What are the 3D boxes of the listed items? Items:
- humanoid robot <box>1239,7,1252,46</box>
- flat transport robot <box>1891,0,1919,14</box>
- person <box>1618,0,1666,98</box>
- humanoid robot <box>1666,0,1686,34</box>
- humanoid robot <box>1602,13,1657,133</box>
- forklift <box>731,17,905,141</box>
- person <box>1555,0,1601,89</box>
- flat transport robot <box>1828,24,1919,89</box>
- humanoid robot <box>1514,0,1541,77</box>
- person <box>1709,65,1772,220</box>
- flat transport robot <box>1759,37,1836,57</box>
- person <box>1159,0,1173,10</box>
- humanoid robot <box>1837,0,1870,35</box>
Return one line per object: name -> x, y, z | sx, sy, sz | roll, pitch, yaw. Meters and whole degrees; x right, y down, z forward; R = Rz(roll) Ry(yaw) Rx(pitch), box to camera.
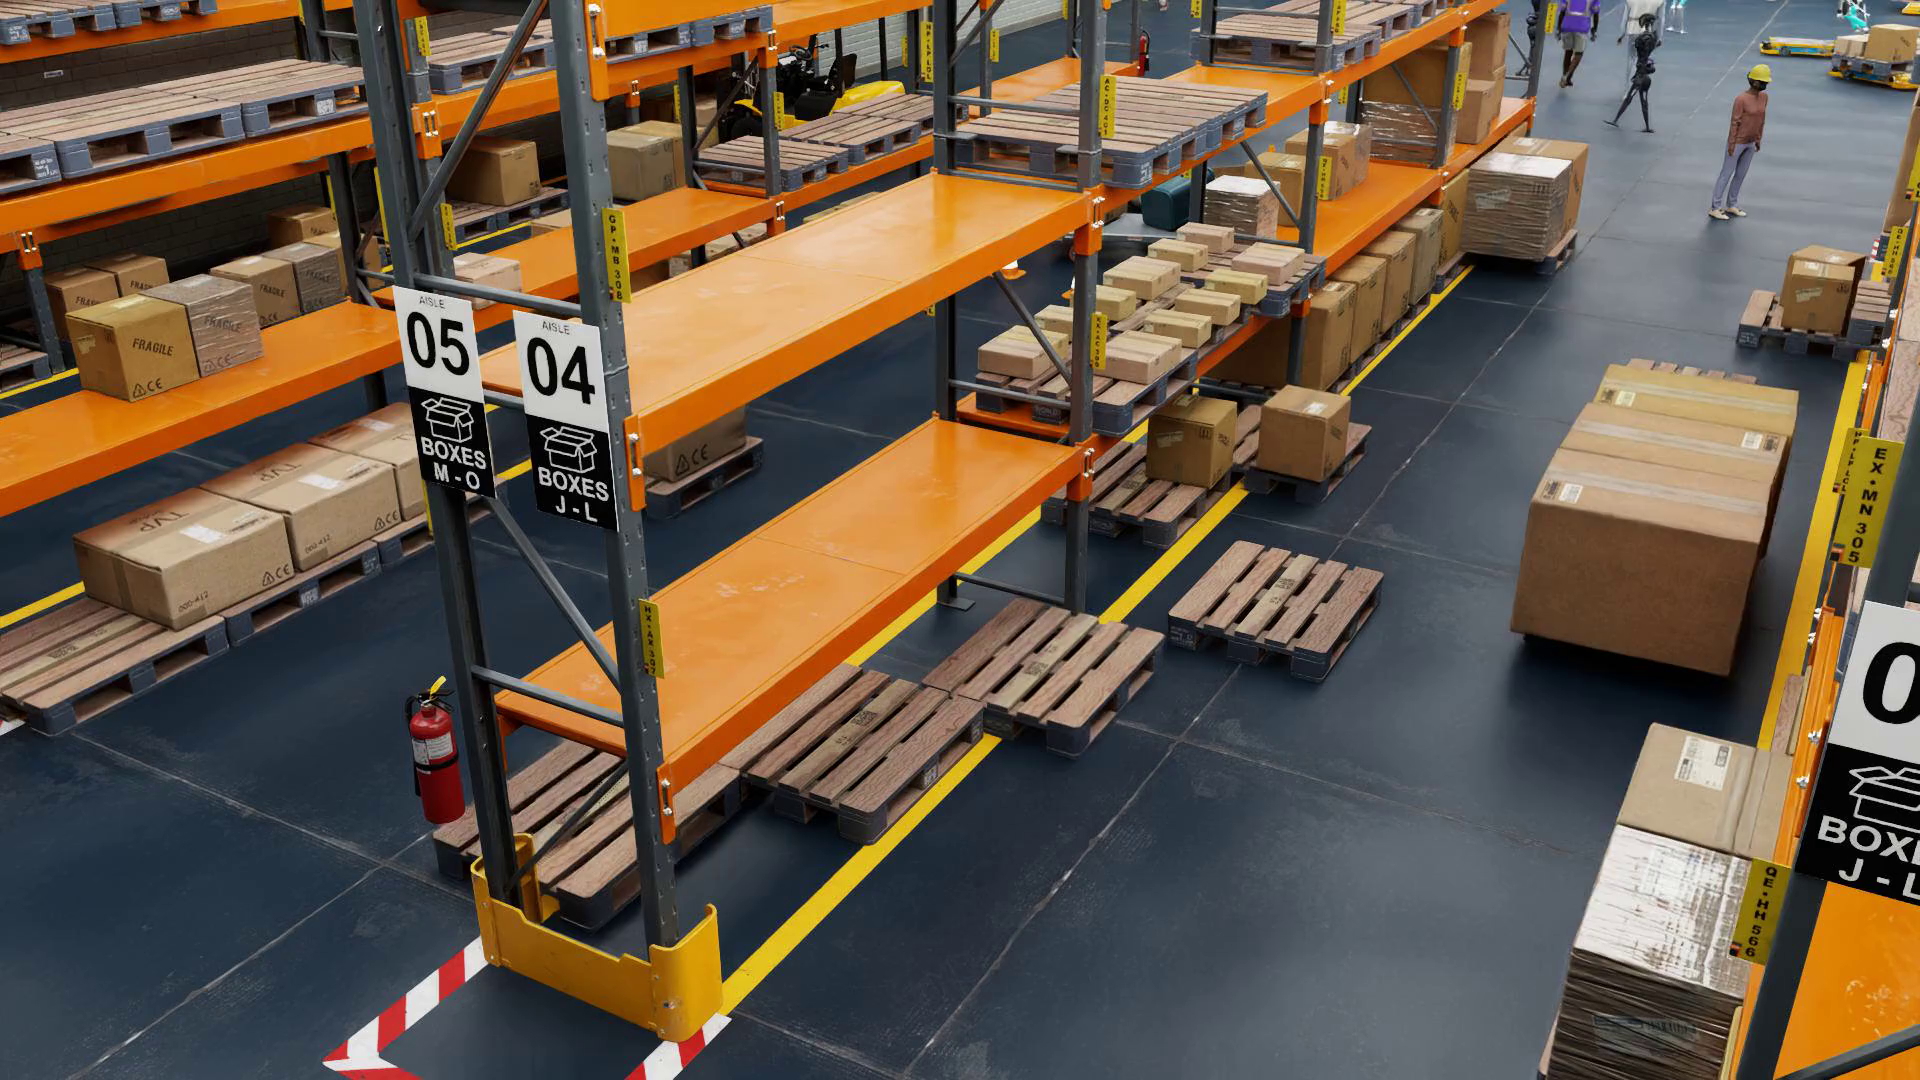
humanoid robot -> 4.083, -6.786, 23.824 | 0.591, 1.638, 0.599 | 16, 30, 30
flat transport robot -> 19.788, -10.939, 34.071 | 0.659, 0.231, 1.431 | 17, 31, 32
person -> 10.582, -7.838, 25.763 | 0.610, 1.875, 0.907 | 18, 31, 33
humanoid robot -> 13.630, -10.489, 31.454 | 0.587, 1.783, 0.823 | 17, 31, 32
humanoid robot -> 9.521, -6.566, 23.389 | 0.699, 1.636, 0.591 | 6, 26, 12
forklift -> -1.819, -5.975, 21.543 | 2.313, 2.155, 1.214 | 14, 29, 26
person -> 9.682, -8.044, 26.140 | 0.633, 1.932, 0.756 | 16, 30, 30
flat transport robot -> 15.017, -7.578, 27.089 | 0.659, 0.231, 1.431 | -11, 28, -22
humanoid robot -> 9.399, -8.439, 27.270 | 0.408, 1.648, 0.603 | 5, 26, 11
person -> 9.031, -4.574, 19.133 | 0.518, 1.758, 0.341 | -13, 29, -26
flat transport robot -> 14.958, -8.715, 29.451 | 1.431, 0.231, 0.659 | 10, 27, 20
person -> 4.349, -11.953, 34.316 | 0.639, 1.881, 1.012 | 13, 29, 25
humanoid robot -> 15.416, -9.099, 28.574 | 0.539, 1.735, 0.883 | -12, 28, -24
